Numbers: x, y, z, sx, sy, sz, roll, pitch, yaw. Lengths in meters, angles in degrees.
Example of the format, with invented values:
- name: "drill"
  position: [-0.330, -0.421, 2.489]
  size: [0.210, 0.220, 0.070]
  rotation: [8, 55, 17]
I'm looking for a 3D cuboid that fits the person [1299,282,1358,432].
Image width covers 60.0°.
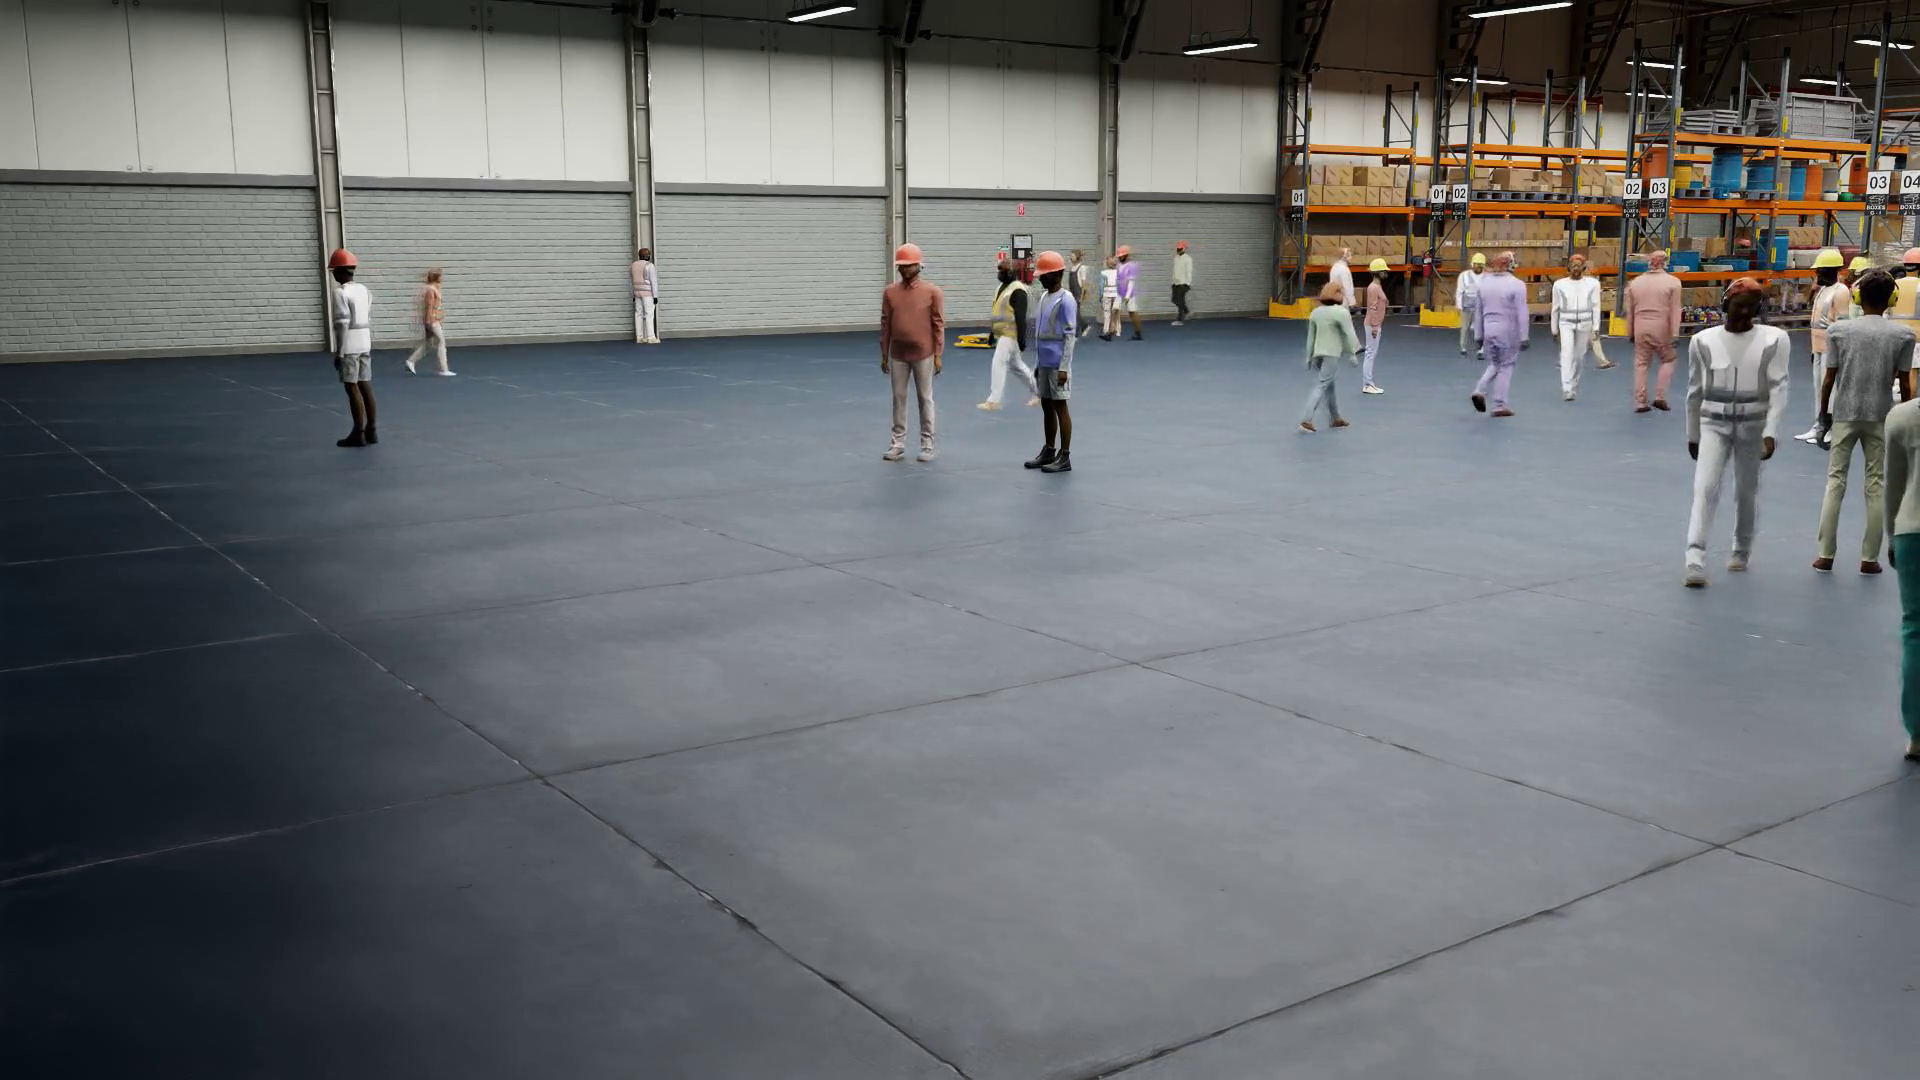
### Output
- name: "person"
  position: [3.889, -1.940, 17.637]
  size: [0.867, 1.588, 0.504]
  rotation: [-7, 12, -32]

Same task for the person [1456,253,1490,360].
- name: "person"
  position: [8.675, -3.948, 28.114]
  size: [0.595, 1.792, 0.917]
  rotation: [1, 10, 7]

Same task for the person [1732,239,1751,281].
- name: "person"
  position: [20.153, -6.763, 42.941]
  size: [1.012, 2.010, 0.611]
  rotation: [-9, 14, -40]

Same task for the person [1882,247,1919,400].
- name: "person"
  position: [10.376, -2.221, 18.210]
  size: [0.350, 1.941, 0.545]
  rotation: [-7, 13, -36]

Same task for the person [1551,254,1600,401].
- name: "person"
  position: [7.823, -2.719, 21.198]
  size: [0.571, 1.856, 0.918]
  rotation: [2, 11, 11]

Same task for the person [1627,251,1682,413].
- name: "person"
  position: [8.173, -2.439, 19.532]
  size: [0.575, 1.885, 0.687]
  rotation: [-9, 14, -41]

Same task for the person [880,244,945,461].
- name: "person"
  position: [-0.454, -1.717, 15.304]
  size: [0.623, 1.989, 0.401]
  rotation: [4, 11, 19]

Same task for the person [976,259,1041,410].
- name: "person"
  position: [0.648, -2.468, 19.952]
  size: [0.907, 1.808, 0.622]
  rotation: [-3, 11, -15]

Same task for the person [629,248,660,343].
- name: "person"
  position: [-6.106, -4.739, 32.282]
  size: [0.633, 1.842, 0.429]
  rotation: [6, 12, 30]

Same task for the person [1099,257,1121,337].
- name: "person"
  position: [3.124, -4.990, 34.215]
  size: [0.523, 1.639, 0.308]
  rotation: [-1, 10, -4]

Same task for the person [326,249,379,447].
- name: "person"
  position: [-6.009, -1.885, 16.382]
  size: [0.378, 1.932, 0.551]
  rotation: [2, 11, 11]

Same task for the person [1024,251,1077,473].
- name: "person"
  position: [0.802, -1.559, 14.601]
  size: [0.362, 1.934, 0.543]
  rotation: [-5, 11, -26]

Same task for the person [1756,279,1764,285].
- name: "person"
  position: [22.933, -7.625, 47.894]
  size: [0.392, 1.919, 0.592]
  rotation: [-8, 13, -39]

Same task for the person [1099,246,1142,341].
- name: "person"
  position: [3.233, -4.847, 32.800]
  size: [1.038, 1.870, 0.556]
  rotation: [-8, 13, -36]

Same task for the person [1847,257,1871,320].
- name: "person"
  position: [12.845, -3.134, 23.664]
  size: [0.979, 1.779, 0.601]
  rotation: [10, 14, 43]

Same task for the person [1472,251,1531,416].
- name: "person"
  position: [6.226, -2.350, 19.054]
  size: [0.451, 1.892, 0.646]
  rotation: [-6, 12, -28]

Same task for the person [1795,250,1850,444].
- name: "person"
  position: [8.621, -1.917, 16.579]
  size: [0.385, 1.925, 0.591]
  rotation: [2, 11, 10]

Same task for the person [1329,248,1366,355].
- name: "person"
  position: [6.690, -4.113, 28.815]
  size: [1.012, 1.853, 0.654]
  rotation: [0, 10, 0]

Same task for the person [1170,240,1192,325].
- name: "person"
  position: [5.192, -6.007, 38.841]
  size: [0.539, 1.983, 0.634]
  rotation: [-5, 12, -27]

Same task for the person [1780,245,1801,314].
- name: "person"
  position: [22.285, -6.969, 44.528]
  size: [0.805, 1.842, 0.534]
  rotation: [-7, 12, -33]

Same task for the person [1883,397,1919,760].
- name: "person"
  position: [3.916, -0.001, 6.626]
  size: [0.555, 1.719, 0.533]
  rotation: [-10, 14, -43]

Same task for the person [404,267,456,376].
- name: "person"
  position: [-7.868, -3.215, 24.547]
  size: [0.687, 1.612, 0.523]
  rotation: [-3, 11, -17]

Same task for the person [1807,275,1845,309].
- name: "person"
  position: [16.203, -4.426, 31.114]
  size: [0.581, 1.653, 0.820]
  rotation: [4, 11, 22]

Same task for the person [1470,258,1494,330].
- name: "person"
  position: [11.697, -5.441, 36.781]
  size: [0.842, 1.601, 0.510]
  rotation: [0, 10, 1]

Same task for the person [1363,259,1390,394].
- name: "person"
  position: [5.481, -2.813, 21.924]
  size: [0.304, 1.772, 0.526]
  rotation: [3, 11, 18]

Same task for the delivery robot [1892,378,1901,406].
- name: "delivery robot"
  position: [10.372, -1.642, 18.577]
  size: [0.707, 0.478, 0.477]
  rotation: [-9, 14, -41]

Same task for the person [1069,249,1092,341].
- name: "person"
  position: [2.337, -4.818, 32.771]
  size: [0.568, 1.830, 0.507]
  rotation: [-5, 12, -26]

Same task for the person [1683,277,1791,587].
- name: "person"
  position: [4.648, -0.661, 10.000]
  size: [0.558, 1.837, 0.979]
  rotation: [5, 12, 28]

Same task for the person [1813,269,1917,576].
- name: "person"
  position: [5.501, -0.708, 10.146]
  size: [0.505, 1.860, 0.312]
  rotation: [5, 11, 24]

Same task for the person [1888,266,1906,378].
- name: "person"
  position: [11.595, -2.554, 20.694]
  size: [0.539, 1.700, 0.317]
  rotation: [2, 10, 9]

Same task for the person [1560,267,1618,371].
- name: "person"
  position: [9.699, -3.399, 25.621]
  size: [0.871, 1.578, 0.524]
  rotation: [0, 10, 2]

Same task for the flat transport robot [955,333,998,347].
- name: "flat transport robot"
  position: [0.558, -3.750, 31.170]
  size: [0.652, 0.197, 1.431]
  rotation: [7, 12, 32]
